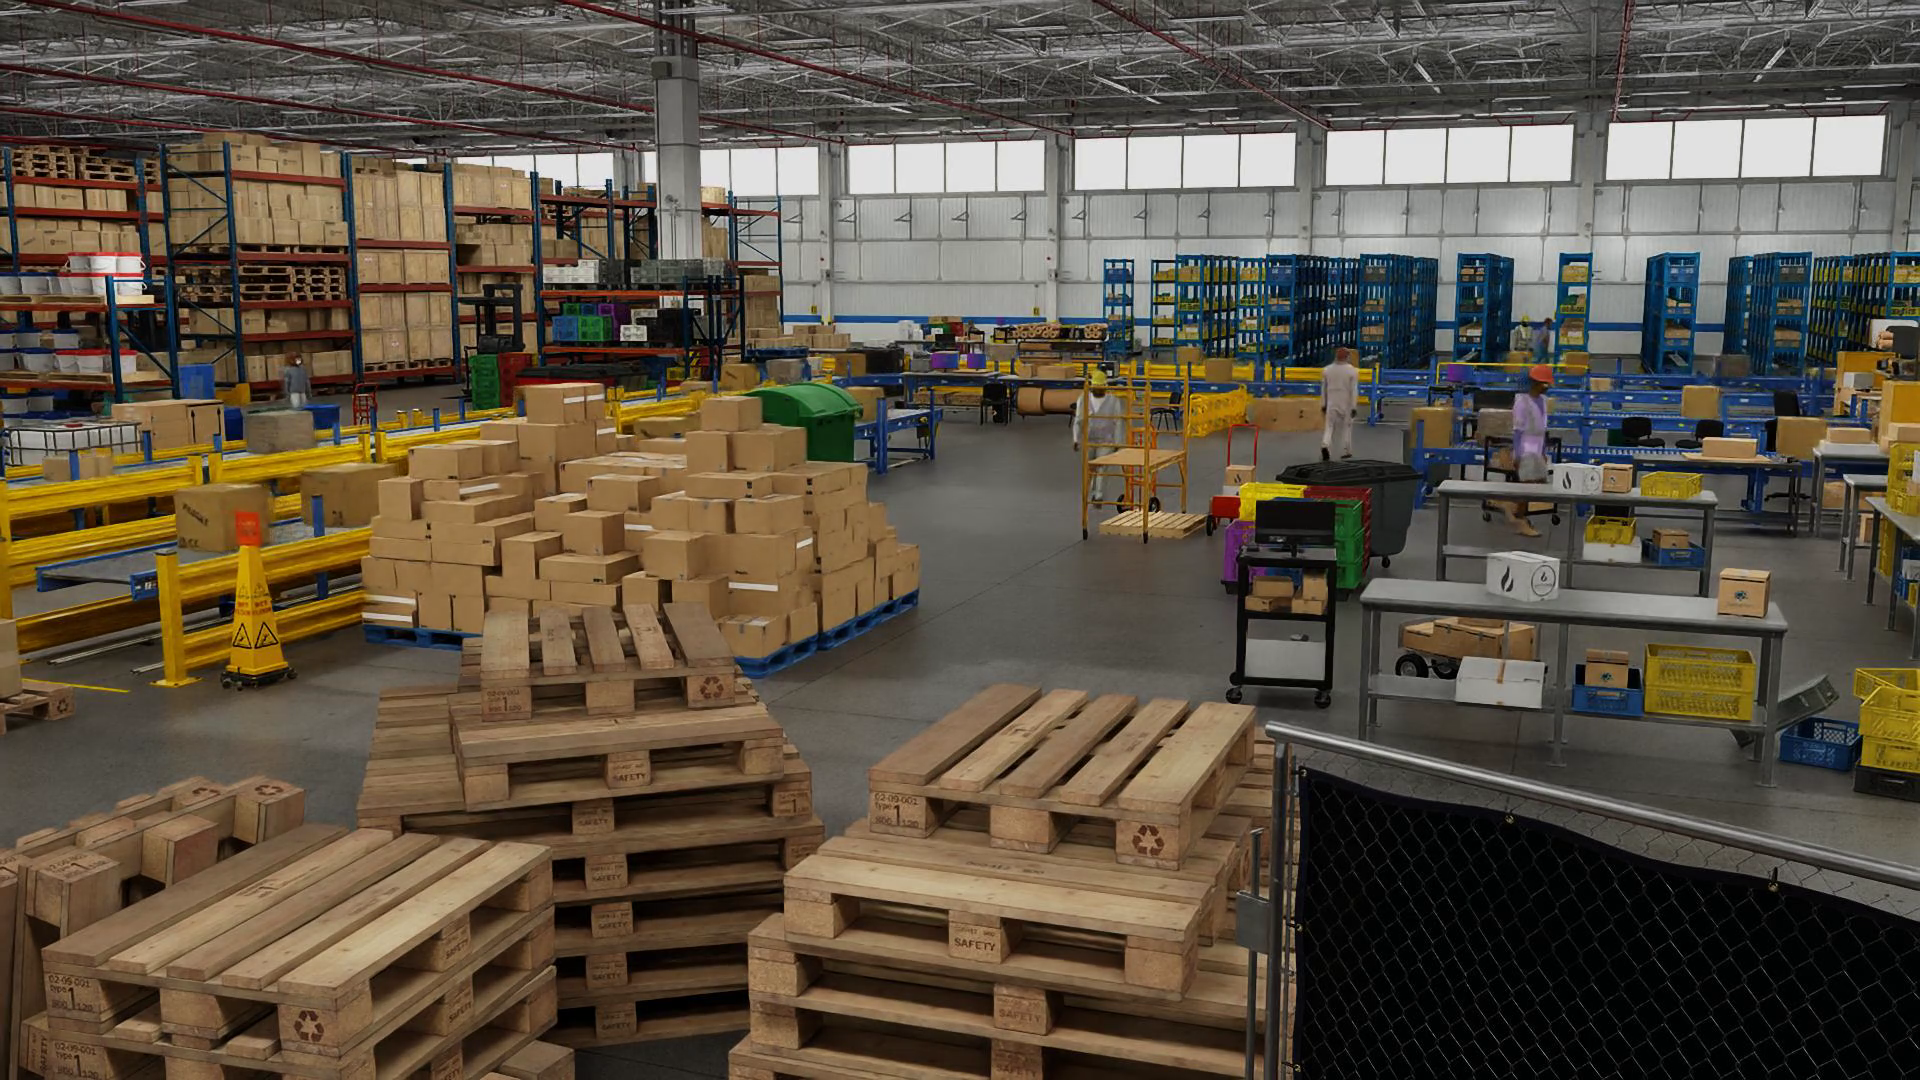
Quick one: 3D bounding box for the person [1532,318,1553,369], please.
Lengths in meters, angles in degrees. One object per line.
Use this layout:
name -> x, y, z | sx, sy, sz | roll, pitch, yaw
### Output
person -> 17.057, -5.627, 48.824 | 0.886, 1.796, 0.628 | 3, 10, 18

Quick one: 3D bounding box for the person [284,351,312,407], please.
person -> -12.510, -2.749, 31.315 | 0.565, 1.616, 0.513 | 6, 11, 32

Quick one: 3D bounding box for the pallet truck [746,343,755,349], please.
pallet truck -> -6.183, -4.618, 44.264 | 1.601, 1.201, 0.680 | -9, 12, -43

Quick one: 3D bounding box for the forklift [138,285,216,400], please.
forklift -> -17.480, -4.200, 36.461 | 1.873, 2.768, 1.129 | 3, 10, 19

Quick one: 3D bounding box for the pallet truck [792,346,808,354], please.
pallet truck -> -3.705, -4.298, 42.022 | 0.653, 1.274, 1.630 | 3, 10, 20

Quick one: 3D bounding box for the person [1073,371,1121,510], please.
person -> 1.802, -1.324, 21.857 | 0.592, 1.789, 0.943 | 3, 10, 18

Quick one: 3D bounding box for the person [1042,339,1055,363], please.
person -> 2.364, -4.879, 44.303 | 0.740, 1.739, 0.541 | 5, 10, 28

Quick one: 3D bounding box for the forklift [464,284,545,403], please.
forklift -> -10.832, -4.702, 39.610 | 1.129, 2.768, 1.873 | 3, 10, 20

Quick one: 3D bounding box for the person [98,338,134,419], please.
person -> -17.817, -3.413, 35.123 | 0.838, 1.727, 0.515 | 1, 9, 9

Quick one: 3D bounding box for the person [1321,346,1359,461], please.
person -> 6.219, -2.240, 27.304 | 0.649, 1.873, 0.897 | 6, 11, 32

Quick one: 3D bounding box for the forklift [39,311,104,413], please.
forklift -> -19.407, -4.230, 36.648 | 1.873, 2.768, 1.129 | 3, 10, 20

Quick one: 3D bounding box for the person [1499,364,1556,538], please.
person -> 6.582, -1.032, 19.267 | 0.649, 2.016, 0.594 | -9, 12, -43

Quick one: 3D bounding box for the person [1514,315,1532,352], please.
person -> 16.950, -5.838, 50.017 | 0.588, 1.835, 0.403 | -2, 9, -11

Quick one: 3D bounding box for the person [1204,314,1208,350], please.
person -> 7.585, -6.161, 51.555 | 0.392, 1.991, 0.612 | 0, 9, 2
